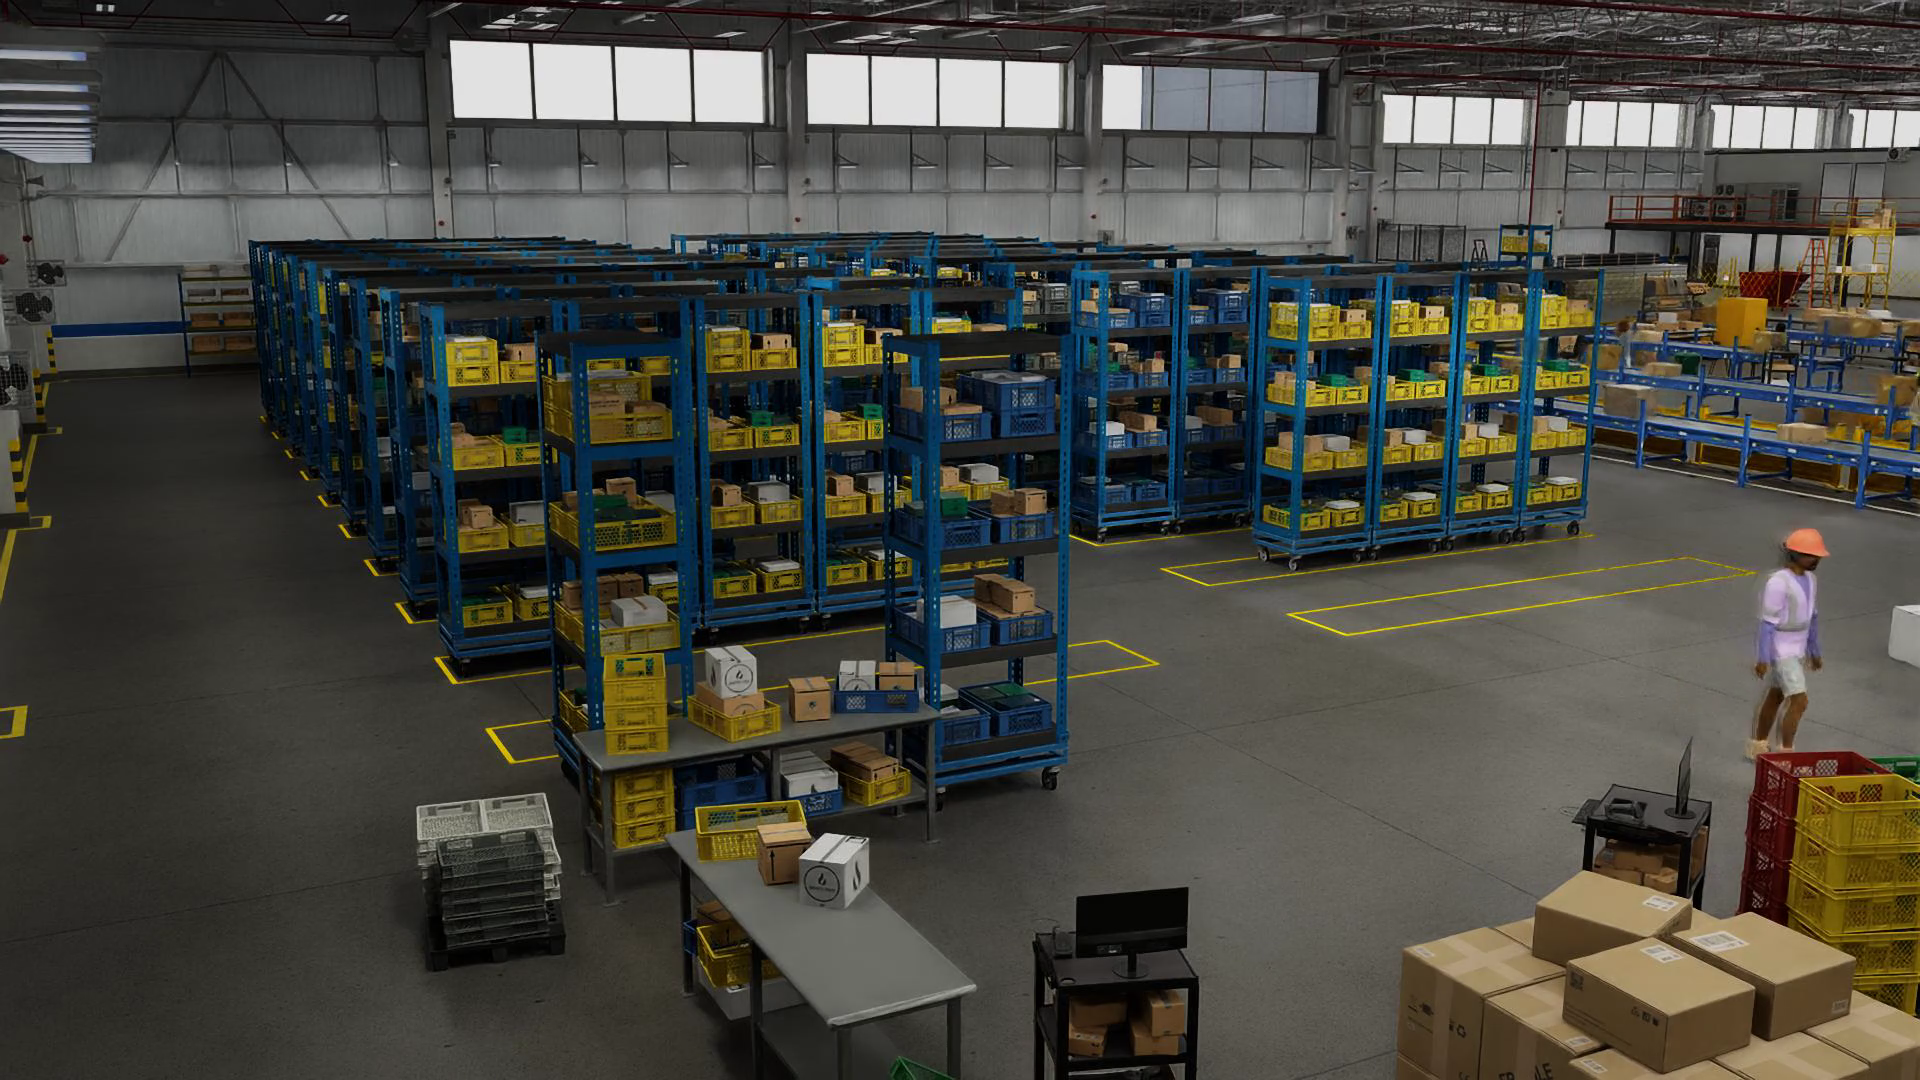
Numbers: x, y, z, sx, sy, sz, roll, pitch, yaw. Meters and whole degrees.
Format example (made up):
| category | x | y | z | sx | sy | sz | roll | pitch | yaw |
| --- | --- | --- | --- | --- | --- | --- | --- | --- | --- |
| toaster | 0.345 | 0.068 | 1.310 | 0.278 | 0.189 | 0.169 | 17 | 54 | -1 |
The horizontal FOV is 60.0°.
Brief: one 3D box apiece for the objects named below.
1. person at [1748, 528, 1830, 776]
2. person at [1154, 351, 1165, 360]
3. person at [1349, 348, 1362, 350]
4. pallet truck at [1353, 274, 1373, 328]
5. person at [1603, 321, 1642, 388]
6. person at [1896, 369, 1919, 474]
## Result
| category | x | y | z | sx | sy | sz | roll | pitch | yaw |
| --- | --- | --- | --- | --- | --- | --- | --- | --- | --- |
| person | 6.722 | 0.906 | 13.285 | 0.644 | 2.020 | 0.720 | -11 | 16 | -40 |
| person | 4.691 | -4.406 | 38.765 | 0.535 | 1.750 | 0.378 | -3 | 12 | -13 |
| person | 7.523 | -3.065 | 32.157 | 0.404 | 1.903 | 0.636 | 11 | 16 | 42 |
| pallet truck | 13.011 | -8.050 | 55.243 | 0.823 | 1.965 | 1.885 | -7 | 14 | -28 |
| person | 15.410 | -4.267 | 38.482 | 0.504 | 1.600 | 0.810 | -10 | 15 | -38 |
| person | 15.750 | -1.934 | 27.072 | 0.597 | 1.812 | 0.646 | -11 | 17 | -43 |
